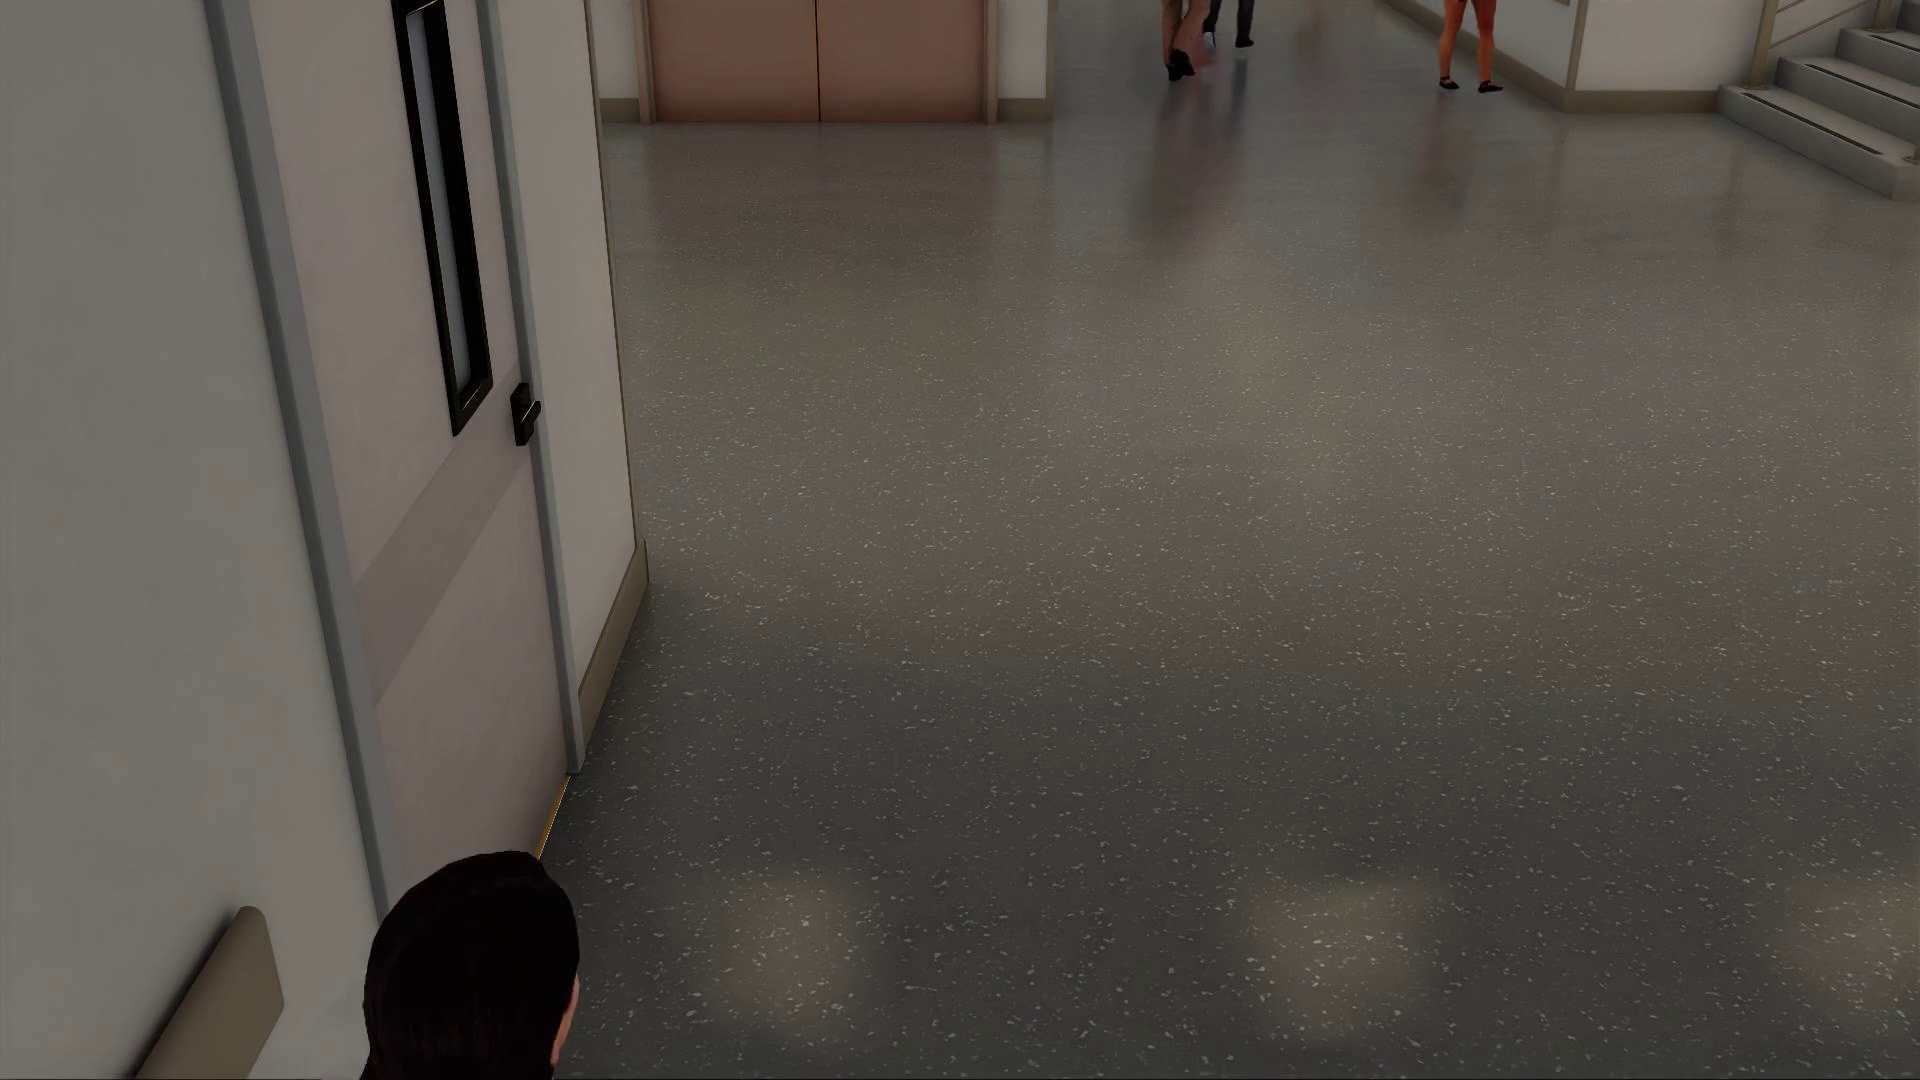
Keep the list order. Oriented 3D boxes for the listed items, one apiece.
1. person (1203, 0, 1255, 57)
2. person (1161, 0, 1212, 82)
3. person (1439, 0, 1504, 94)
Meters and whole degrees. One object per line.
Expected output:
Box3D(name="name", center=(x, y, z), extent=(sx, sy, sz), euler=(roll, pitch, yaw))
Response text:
Box3D(name="person", center=(2.276, -5.040, 13.953), extent=(1.215, 1.926, 1.040), euler=(11, 28, 22))
Box3D(name="person", center=(1.710, -4.540, 12.924), extent=(0.861, 1.919, 0.926), euler=(12, 28, 23))
Box3D(name="person", center=(3.830, -4.248, 12.624), extent=(0.919, 1.653, 0.803), euler=(-7, 27, -14))
